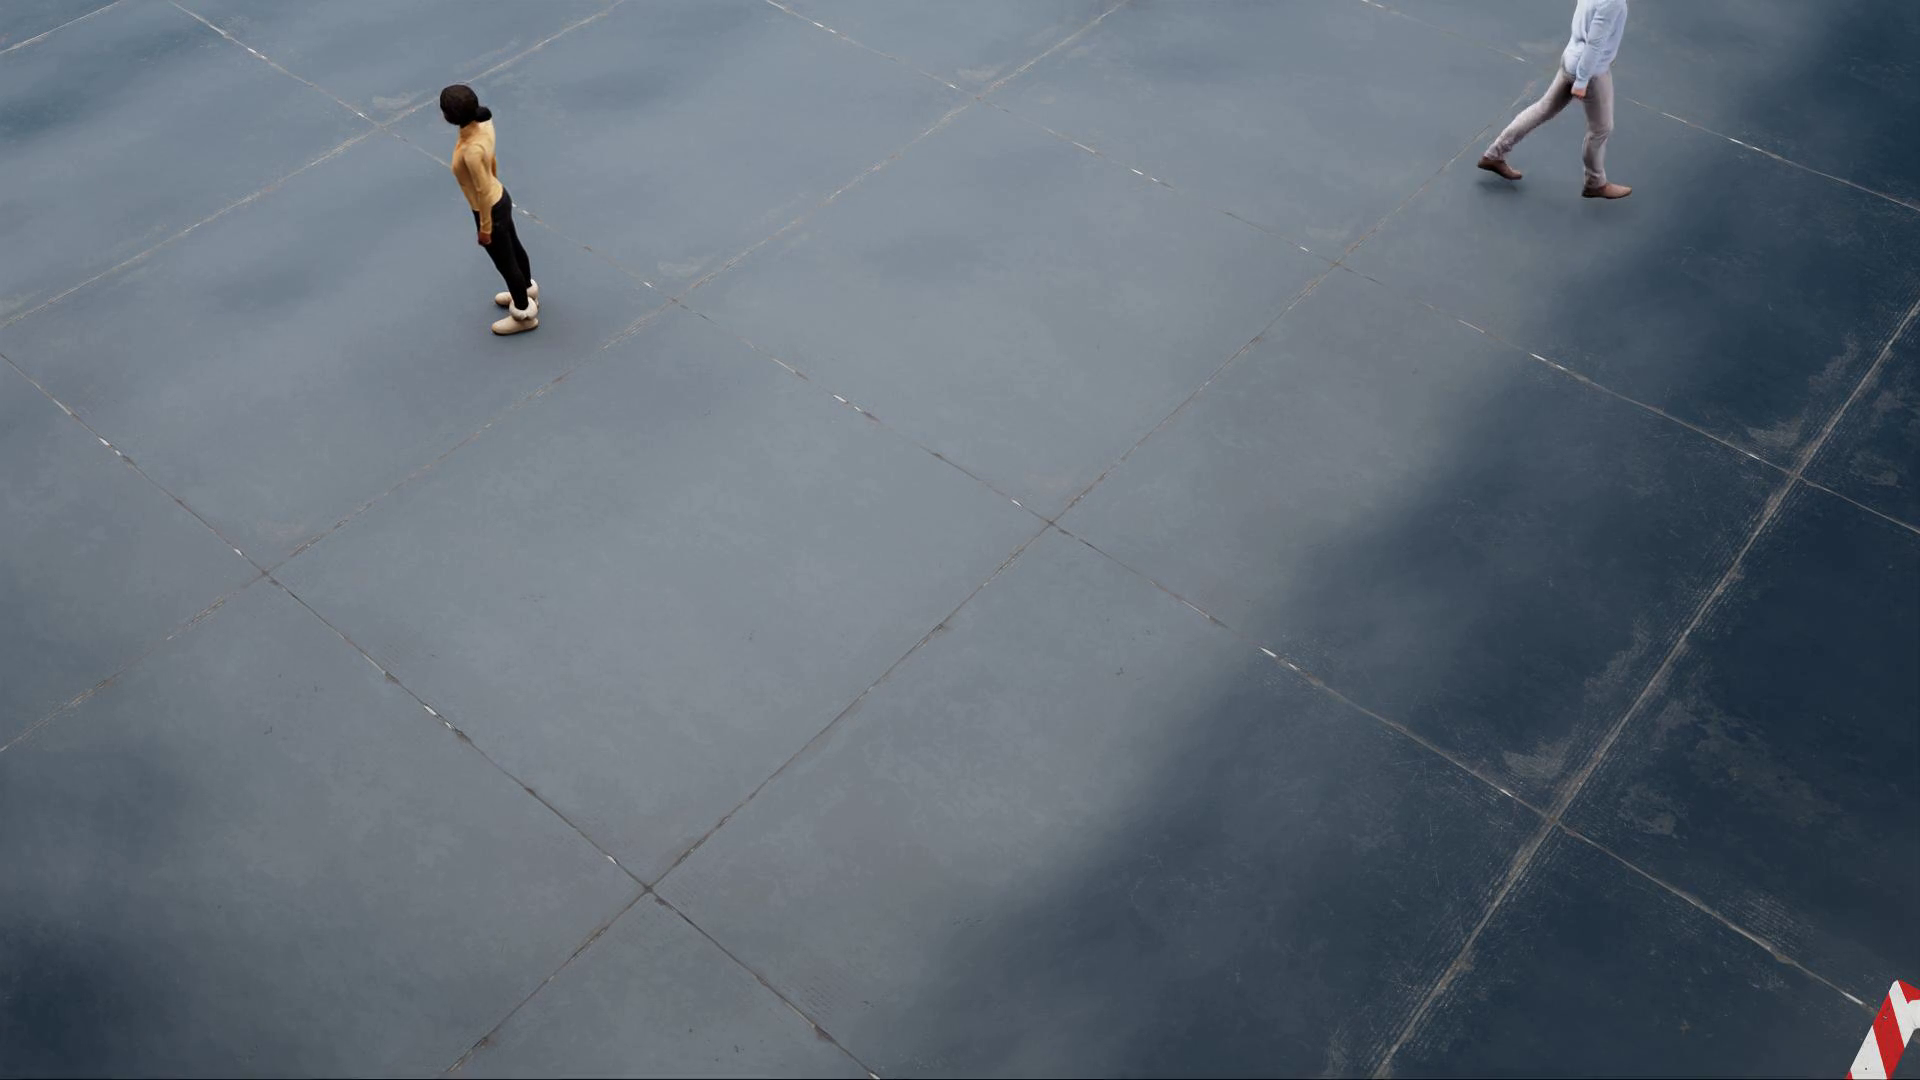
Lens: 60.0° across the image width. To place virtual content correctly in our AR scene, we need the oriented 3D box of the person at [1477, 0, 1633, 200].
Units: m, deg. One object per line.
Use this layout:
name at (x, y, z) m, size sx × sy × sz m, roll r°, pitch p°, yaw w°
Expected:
person at (3.878, -3.002, 10.581) m, size 1.332 × 1.849 × 1.103 m, roll 7°, pitch 48°, yaw 7°

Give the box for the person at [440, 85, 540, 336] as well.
person at (-2.731, -1.940, 9.730) m, size 0.730 × 1.658 × 0.679 m, roll -2°, pitch 47°, yaw -1°
